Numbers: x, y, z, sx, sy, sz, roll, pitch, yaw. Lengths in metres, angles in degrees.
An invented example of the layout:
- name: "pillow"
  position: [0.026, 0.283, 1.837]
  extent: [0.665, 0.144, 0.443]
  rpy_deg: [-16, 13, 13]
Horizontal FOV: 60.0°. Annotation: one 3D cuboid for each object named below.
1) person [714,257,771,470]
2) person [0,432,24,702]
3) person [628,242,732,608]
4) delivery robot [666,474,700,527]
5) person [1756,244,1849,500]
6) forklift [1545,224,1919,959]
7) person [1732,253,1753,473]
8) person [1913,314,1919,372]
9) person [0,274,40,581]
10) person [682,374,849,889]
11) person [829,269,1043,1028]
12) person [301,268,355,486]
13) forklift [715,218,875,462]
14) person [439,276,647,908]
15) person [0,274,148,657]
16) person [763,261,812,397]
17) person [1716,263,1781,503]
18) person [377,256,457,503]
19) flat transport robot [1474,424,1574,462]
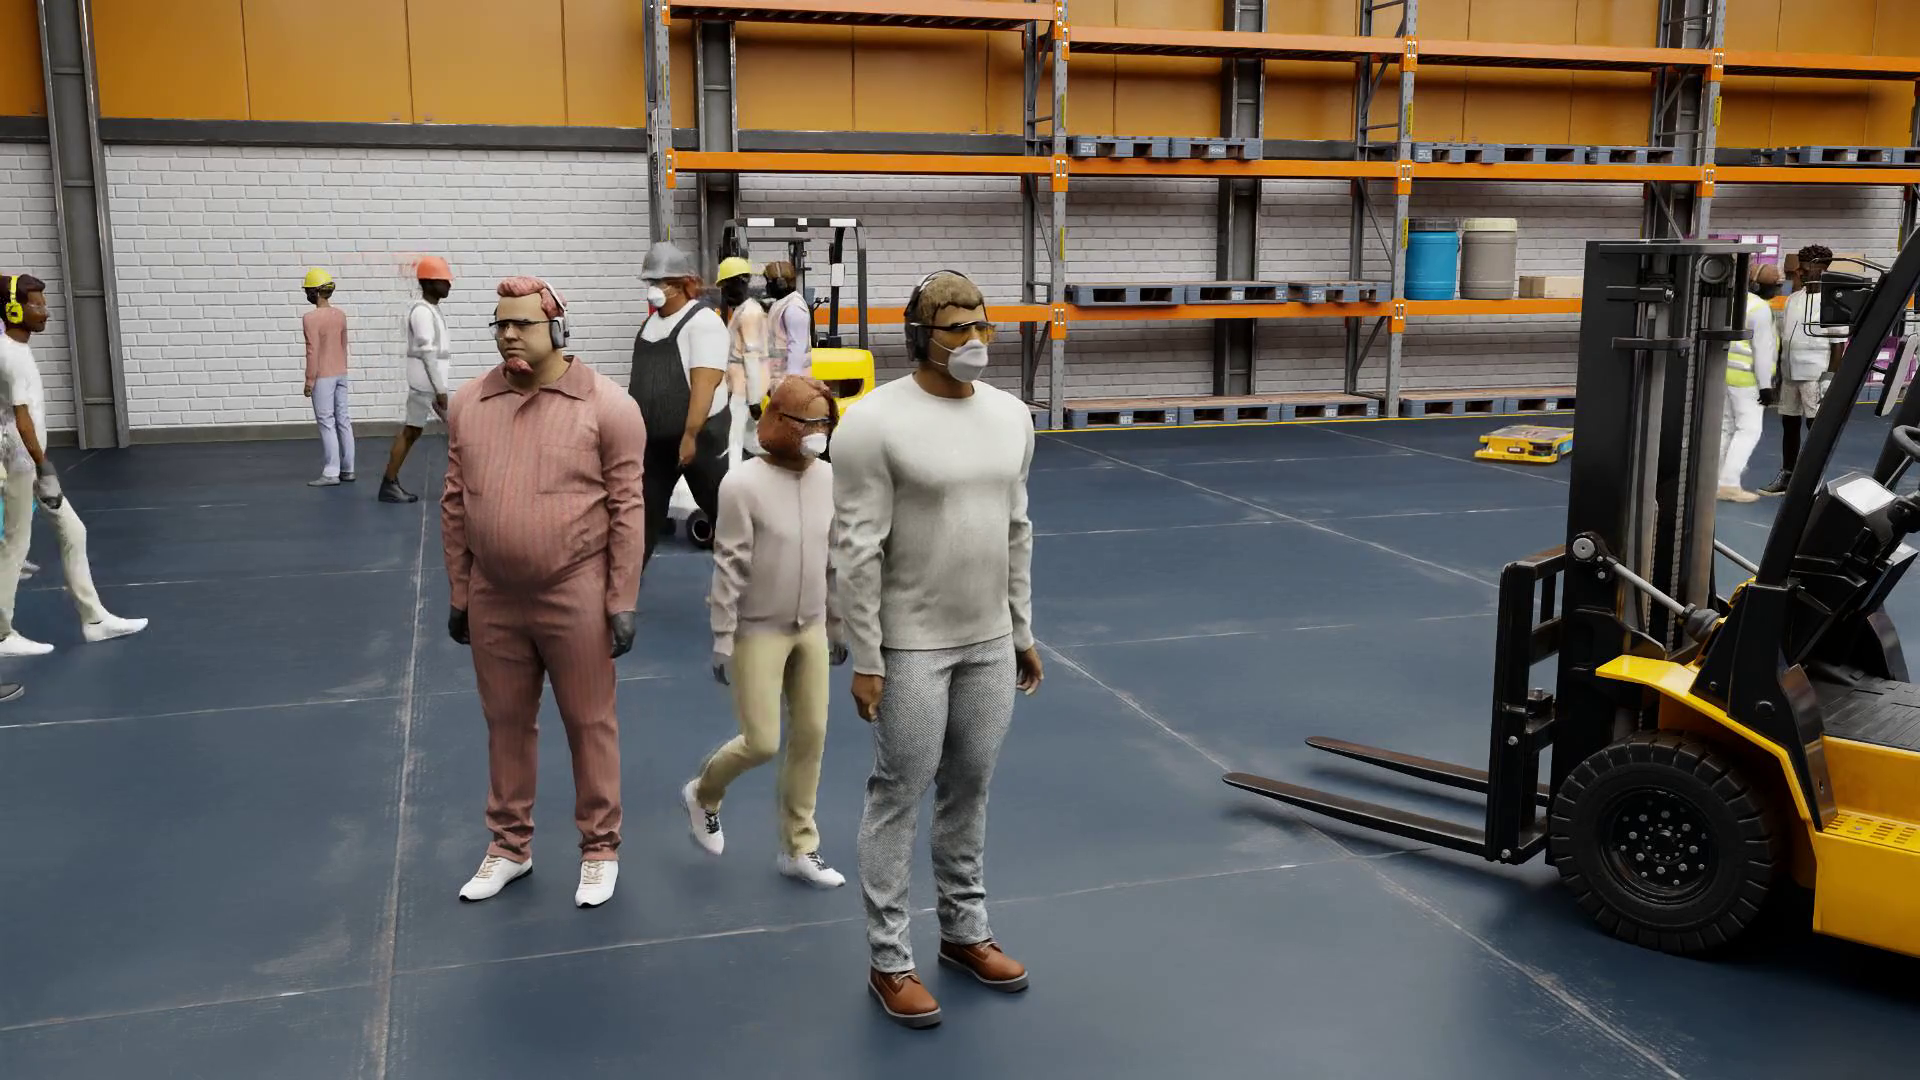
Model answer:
- name: "person"
  position: [-1.490, -1.111, 12.101]
  extent: [0.809, 1.890, 0.586]
  rpy_deg: [-1, 10, -6]
- name: "person"
  position: [-4.355, -0.187, 7.204]
  extent: [0.592, 1.825, 0.403]
  rpy_deg: [9, 14, 41]
- name: "person"
  position: [-1.553, -0.602, 8.874]
  extent: [0.704, 2.000, 1.024]
  rpy_deg: [9, 14, 41]
- name: "delivery robot"
  position: [-1.784, -0.296, 11.016]
  extent: [0.707, 0.478, 0.477]
  rpy_deg: [4, 11, 22]
- name: "person"
  position: [6.506, -1.280, 12.794]
  extent: [0.367, 1.966, 0.607]
  rpy_deg: [-3, 11, -17]
- name: "forklift"
  position: [2.909, 0.117, 4.508]
  extent: [2.313, 2.155, 1.214]
  rpy_deg: [9, 14, 40]
- name: "person"
  position: [6.617, -1.552, 14.376]
  extent: [0.370, 1.934, 0.627]
  rpy_deg: [-1, 10, -6]
- name: "person"
  position: [10.616, -2.130, 18.060]
  extent: [0.487, 1.746, 0.288]
  rpy_deg: [8, 13, 36]
- name: "person"
  position: [-5.648, -0.652, 9.732]
  extent: [0.476, 1.826, 0.591]
  rpy_deg: [-2, 10, -10]
- name: "person"
  position: [-0.598, 0.284, 5.182]
  extent: [0.515, 1.613, 0.538]
  rpy_deg: [10, 14, 44]
- name: "person"
  position: [-0.040, 0.273, 4.354]
  extent: [0.627, 1.940, 0.372]
  rpy_deg: [-9, 13, -39]
- name: "person"
  position: [-5.180, -1.321, 13.569]
  extent: [0.310, 1.768, 0.533]
  rpy_deg: [2, 11, 12]
- name: "forklift"
  position: [-1.522, -1.778, 14.899]
  extent: [1.214, 2.155, 2.313]
  rpy_deg: [-3, 11, -17]
- name: "person"
  position: [-1.271, 0.166, 5.033]
  extent: [0.639, 1.908, 0.409]
  rpy_deg: [2, 10, 9]
- name: "person"
  position: [-4.395, -0.355, 8.074]
  extent: [0.835, 1.837, 0.547]
  rpy_deg: [-5, 11, -24]
- name: "person"
  position: [-1.371, -1.245, 12.962]
  extent: [0.430, 1.838, 0.620]
  rpy_deg: [-3, 11, -14]
- name: "person"
  position: [6.011, -1.199, 12.748]
  extent: [0.437, 1.825, 0.701]
  rpy_deg: [1, 10, 4]
- name: "person"
  position: [-4.008, -1.208, 12.649]
  extent: [1.012, 1.881, 0.565]
  rpy_deg: [-1, 10, -3]
- name: "flat transport robot"
  position: [5.287, -0.900, 15.363]
  extent: [0.652, 0.197, 1.431]
  rpy_deg: [7, 12, 32]
